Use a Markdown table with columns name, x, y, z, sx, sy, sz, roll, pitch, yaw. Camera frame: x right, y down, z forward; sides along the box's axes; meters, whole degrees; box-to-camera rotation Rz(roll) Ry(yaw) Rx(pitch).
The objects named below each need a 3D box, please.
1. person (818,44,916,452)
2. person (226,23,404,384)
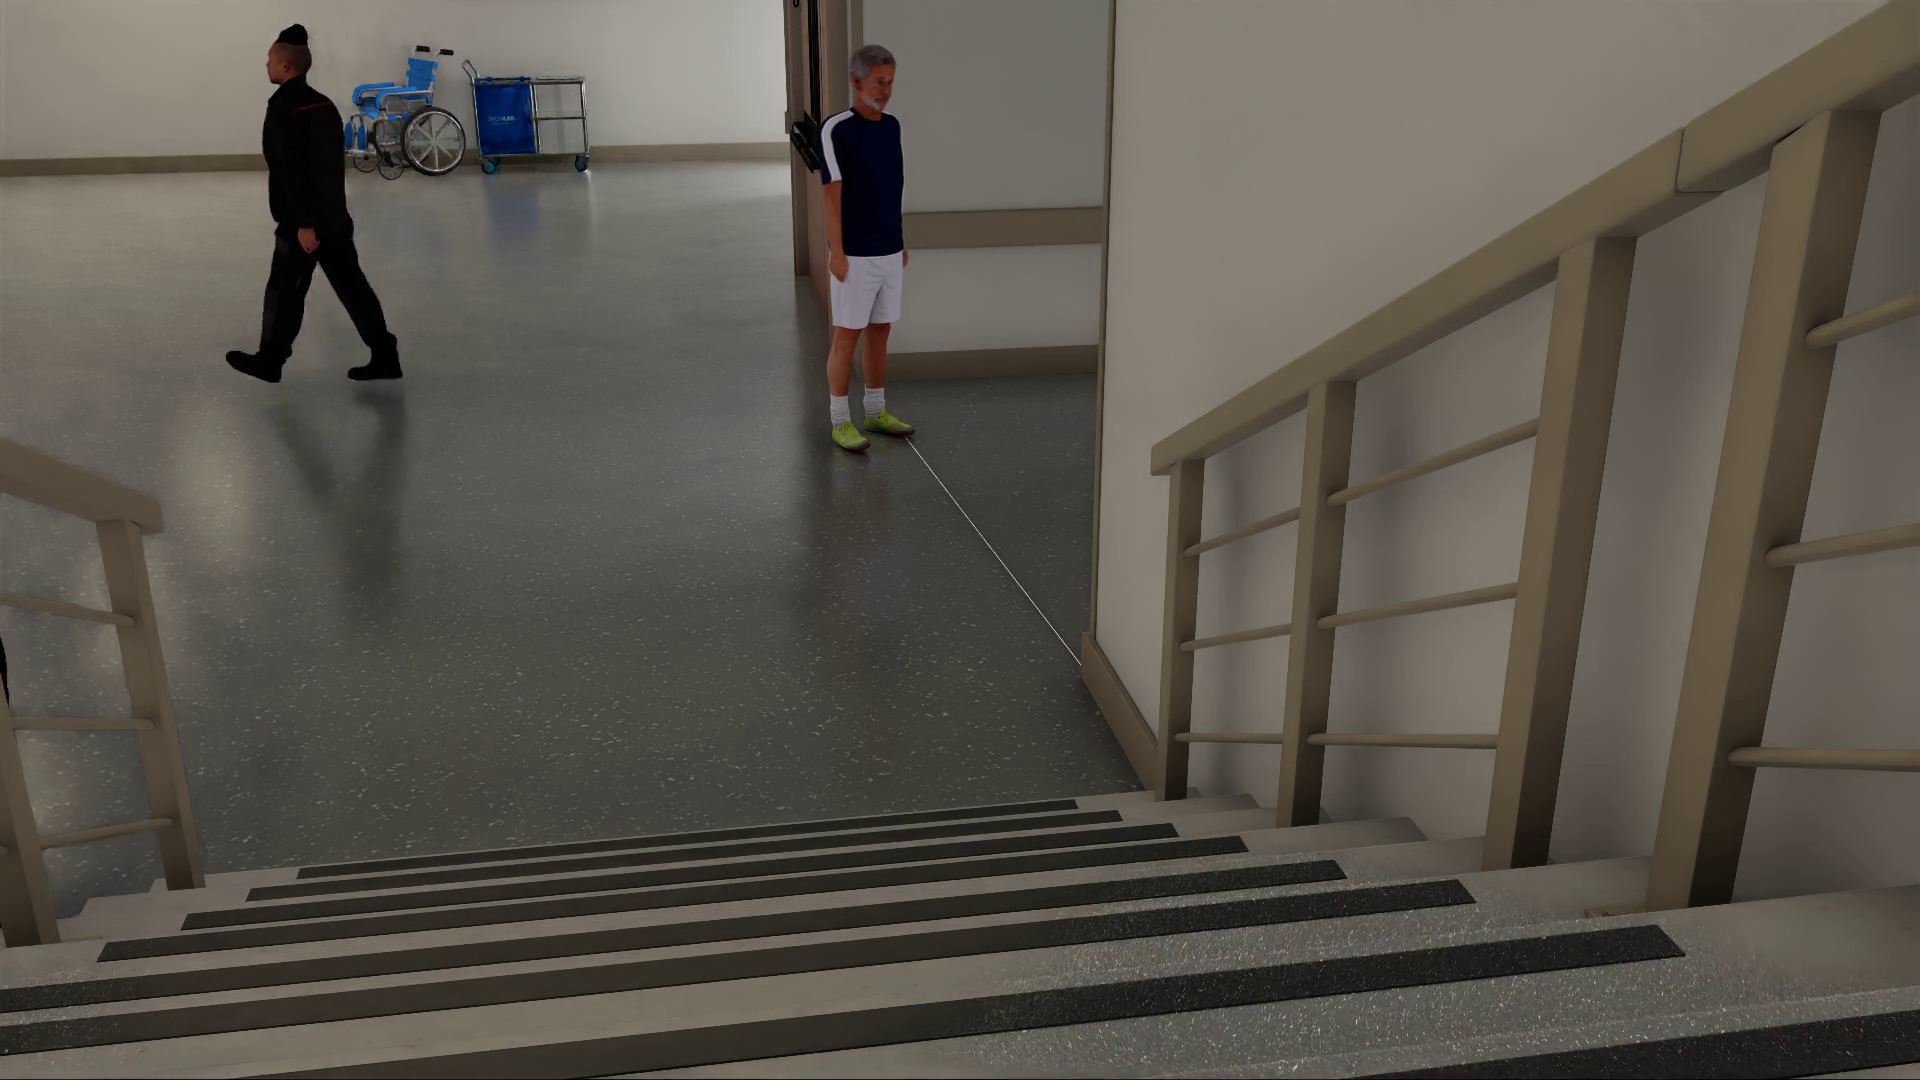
| name | x | y | z | sx | sy | sz | roll | pitch | yaw |
| --- | --- | --- | --- | --- | --- | --- | --- | --- | --- |
| person | -0.440 | -1.350 | 7.687 | 0.760 | 1.831 | 0.720 | 17 | 27 | 38 |
| person | -3.222 | -1.648 | 8.494 | 1.041 | 1.815 | 1.165 | 2 | 21 | 6 |
